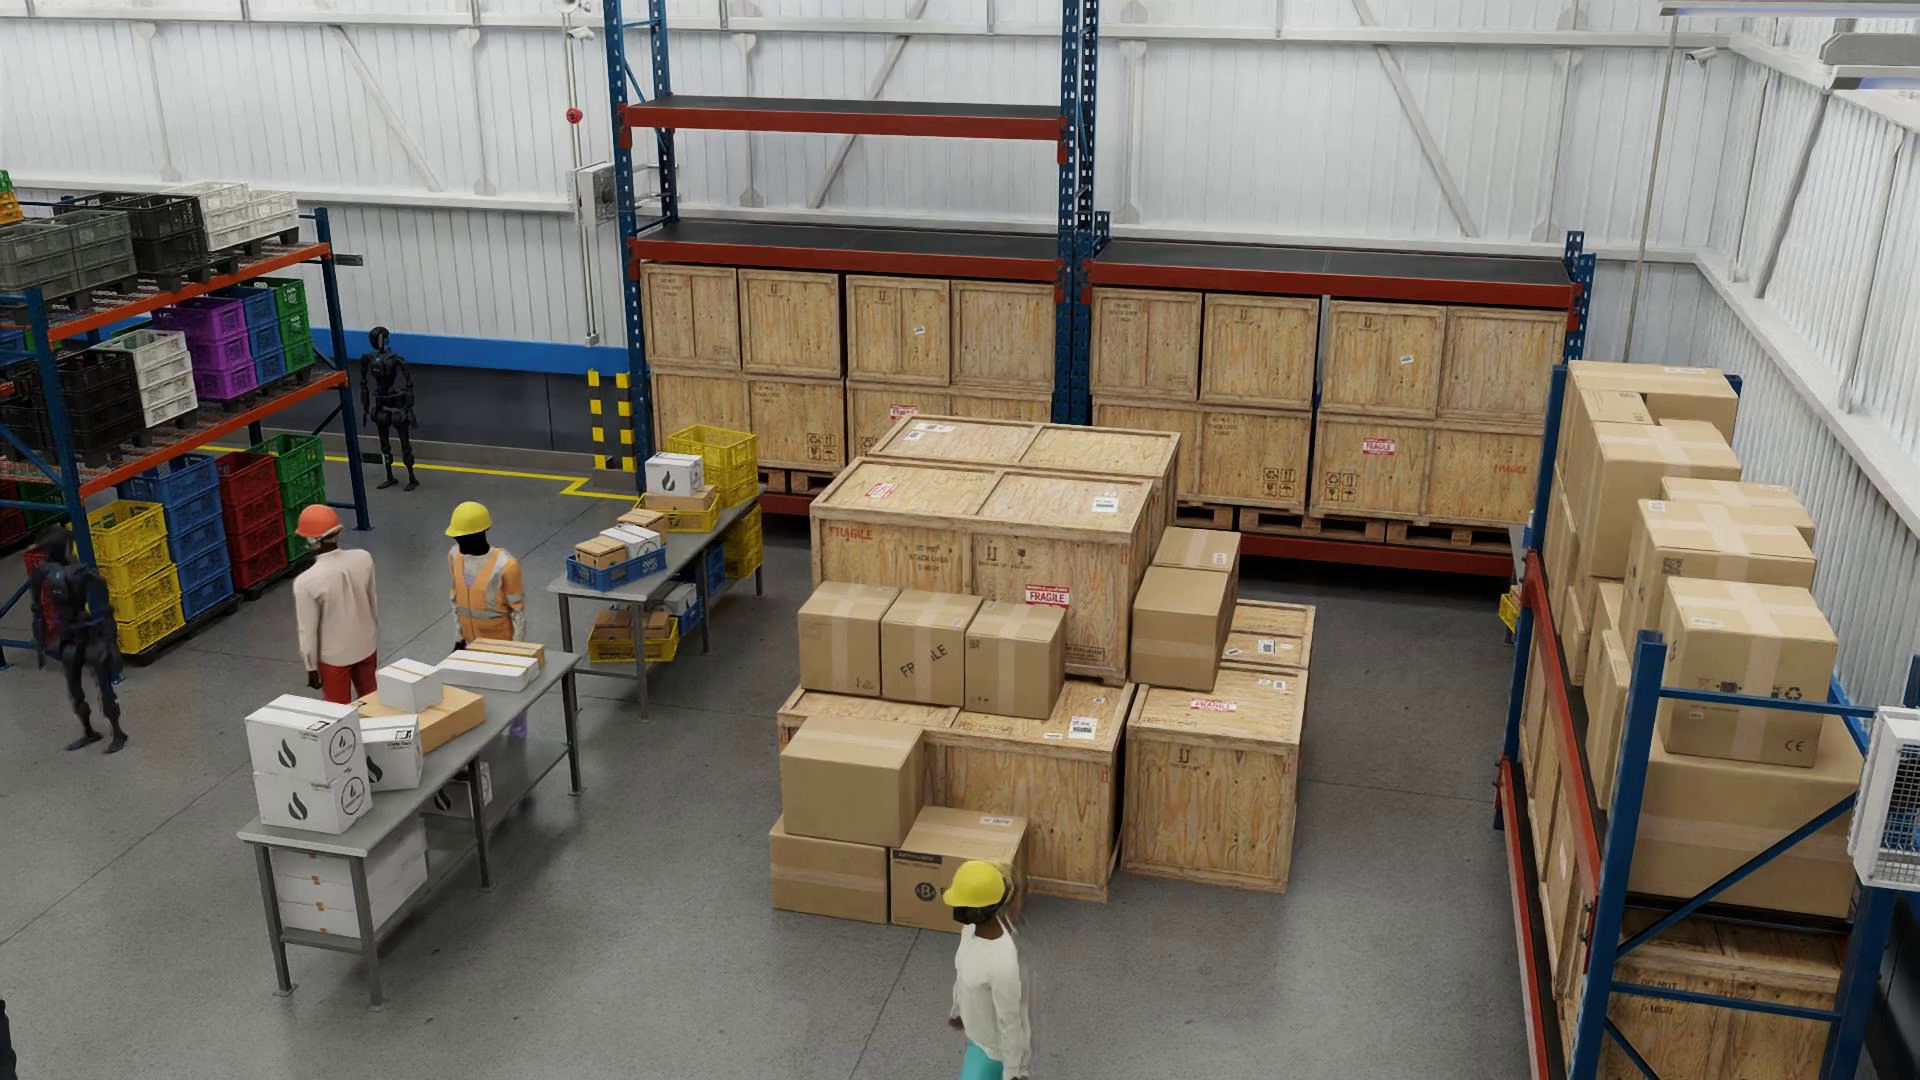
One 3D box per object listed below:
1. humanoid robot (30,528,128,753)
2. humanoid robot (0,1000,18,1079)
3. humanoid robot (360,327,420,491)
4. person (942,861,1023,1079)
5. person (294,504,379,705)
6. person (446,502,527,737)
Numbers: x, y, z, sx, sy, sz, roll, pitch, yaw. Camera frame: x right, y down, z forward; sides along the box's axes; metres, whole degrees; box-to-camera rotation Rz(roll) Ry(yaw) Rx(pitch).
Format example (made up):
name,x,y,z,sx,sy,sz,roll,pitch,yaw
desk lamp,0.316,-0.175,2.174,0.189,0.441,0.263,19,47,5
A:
name,x,y,z,sx,sy,sz,roll,pitch,yaw
humanoid robot,-5.989,0.692,11.286,0.640,1.647,0.360,1,21,3
humanoid robot,-4.360,2.219,7.253,0.611,1.654,0.320,5,21,13
humanoid robot,-5.638,-1.298,16.451,0.611,1.657,0.320,5,21,13
person,0.066,2.175,7.268,0.526,1.749,0.554,-5,22,-13
person,-4.009,0.712,10.780,0.399,1.991,0.610,12,24,28
person,-3.132,0.645,11.041,0.587,1.923,0.379,11,23,26
